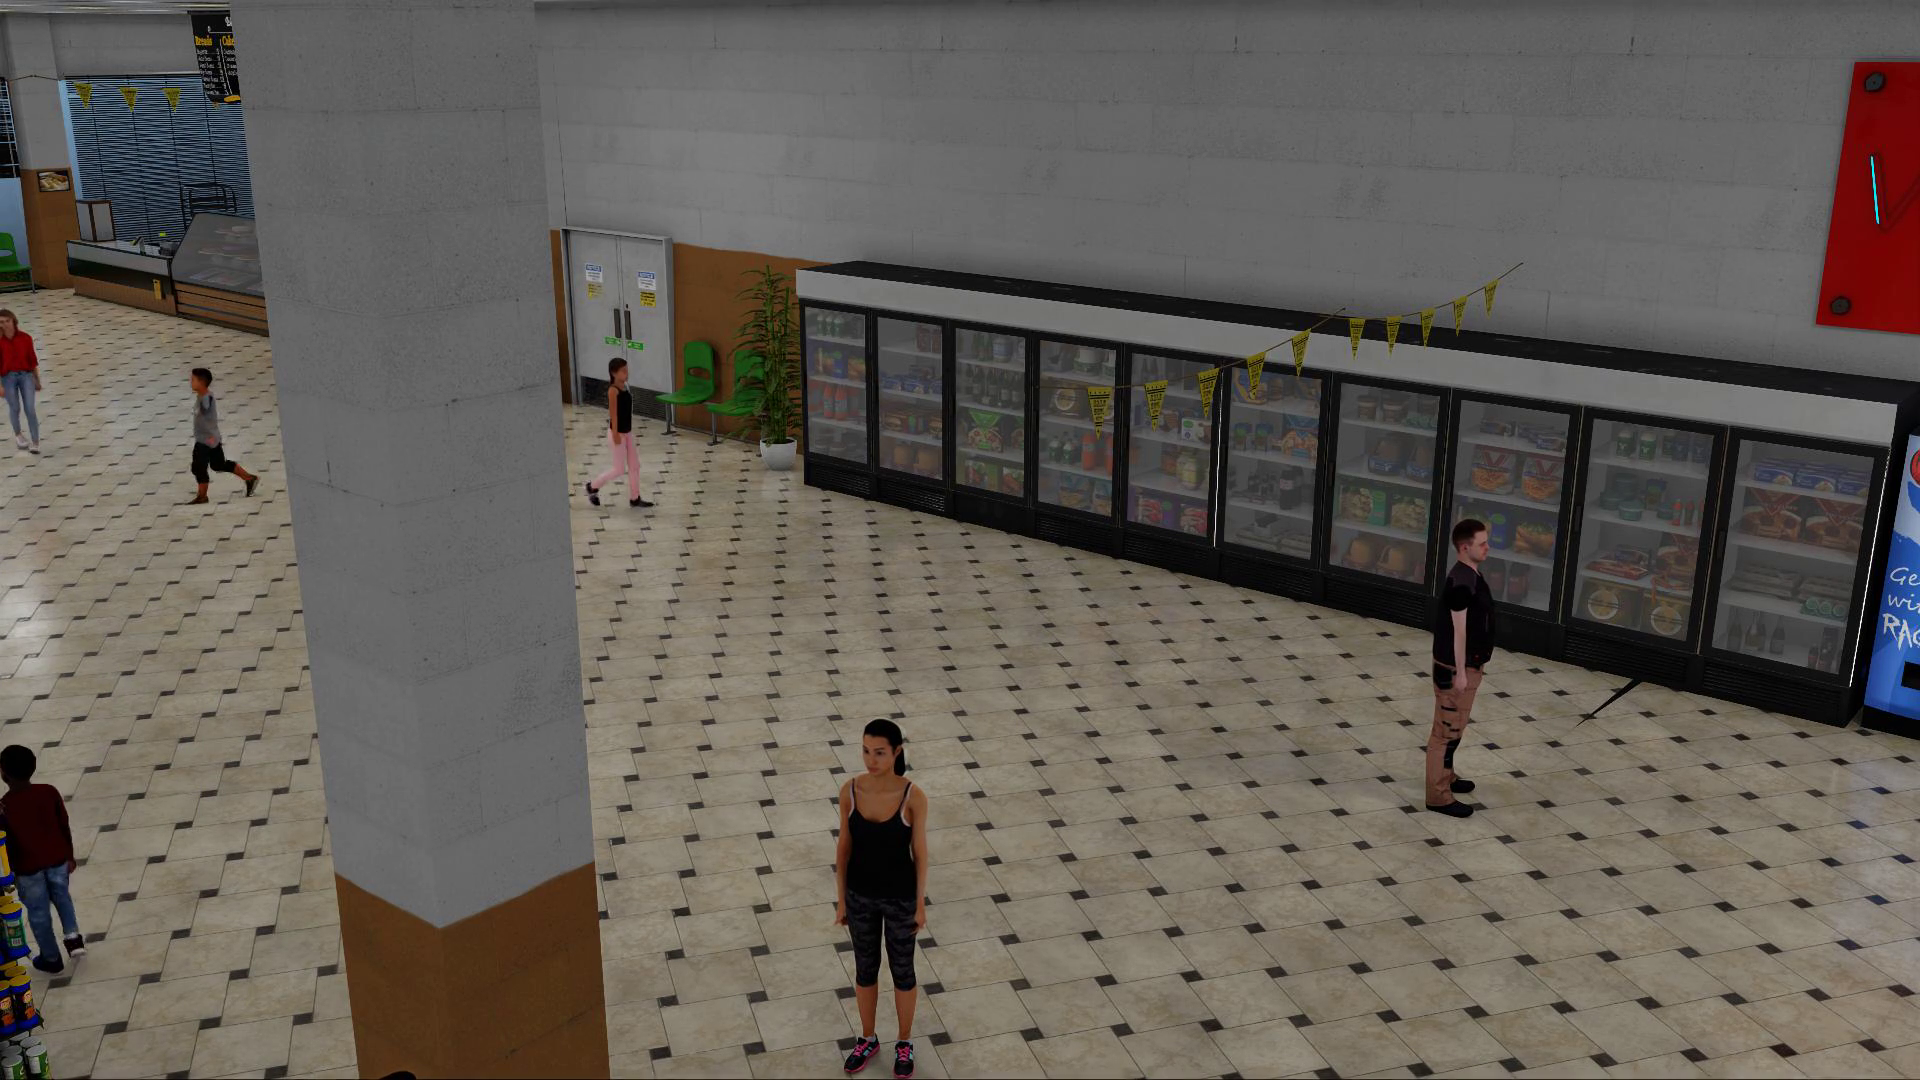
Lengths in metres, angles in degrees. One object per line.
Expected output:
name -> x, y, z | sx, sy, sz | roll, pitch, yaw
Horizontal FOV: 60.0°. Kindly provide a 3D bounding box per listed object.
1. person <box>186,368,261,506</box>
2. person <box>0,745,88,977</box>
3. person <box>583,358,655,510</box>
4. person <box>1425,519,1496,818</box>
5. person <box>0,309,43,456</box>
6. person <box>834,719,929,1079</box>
person -> -7.637, -1.107, 17.035 | 1.066, 1.437, 0.824 | -9, 19, -26
person -> -4.603, 1.624, 8.365 | 0.571, 1.249, 0.458 | 12, 21, 35
person -> -3.466, -1.052, 16.666 | 0.861, 1.546, 0.936 | 3, 17, 11
person -> 3.052, 0.749, 10.224 | 0.816, 1.842, 0.662 | 6, 18, 18
person -> -10.740, -1.793, 18.932 | 1.167, 1.647, 0.920 | -14, 22, -38
person -> -0.343, 1.619, 7.554 | 0.660, 1.729, 0.676 | 4, 17, 12
